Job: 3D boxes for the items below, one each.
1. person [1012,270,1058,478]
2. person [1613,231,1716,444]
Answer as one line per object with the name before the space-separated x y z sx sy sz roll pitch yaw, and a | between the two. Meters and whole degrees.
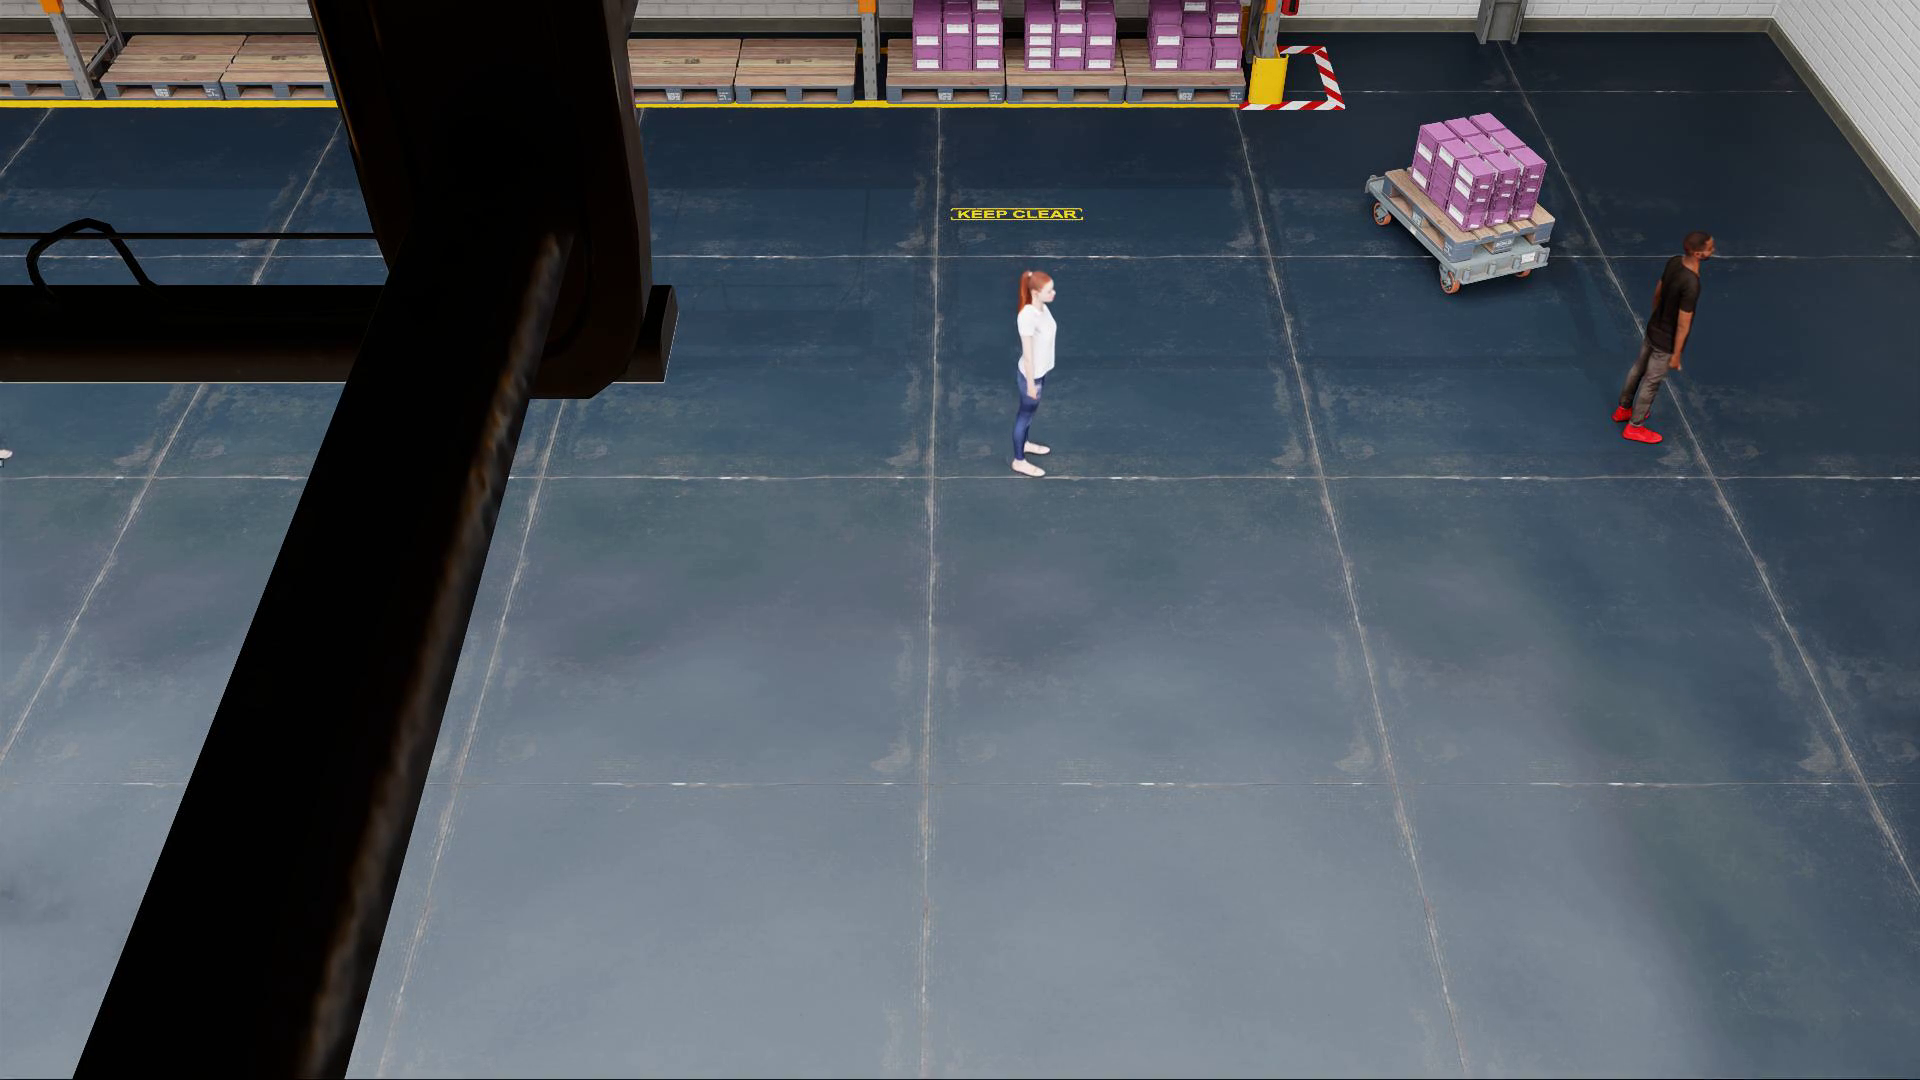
person | 0.521 -1.256 12.324 0.590 1.738 0.605 10 44 10
person | 5.329 -1.558 12.593 0.514 1.805 0.629 -1 44 -1
